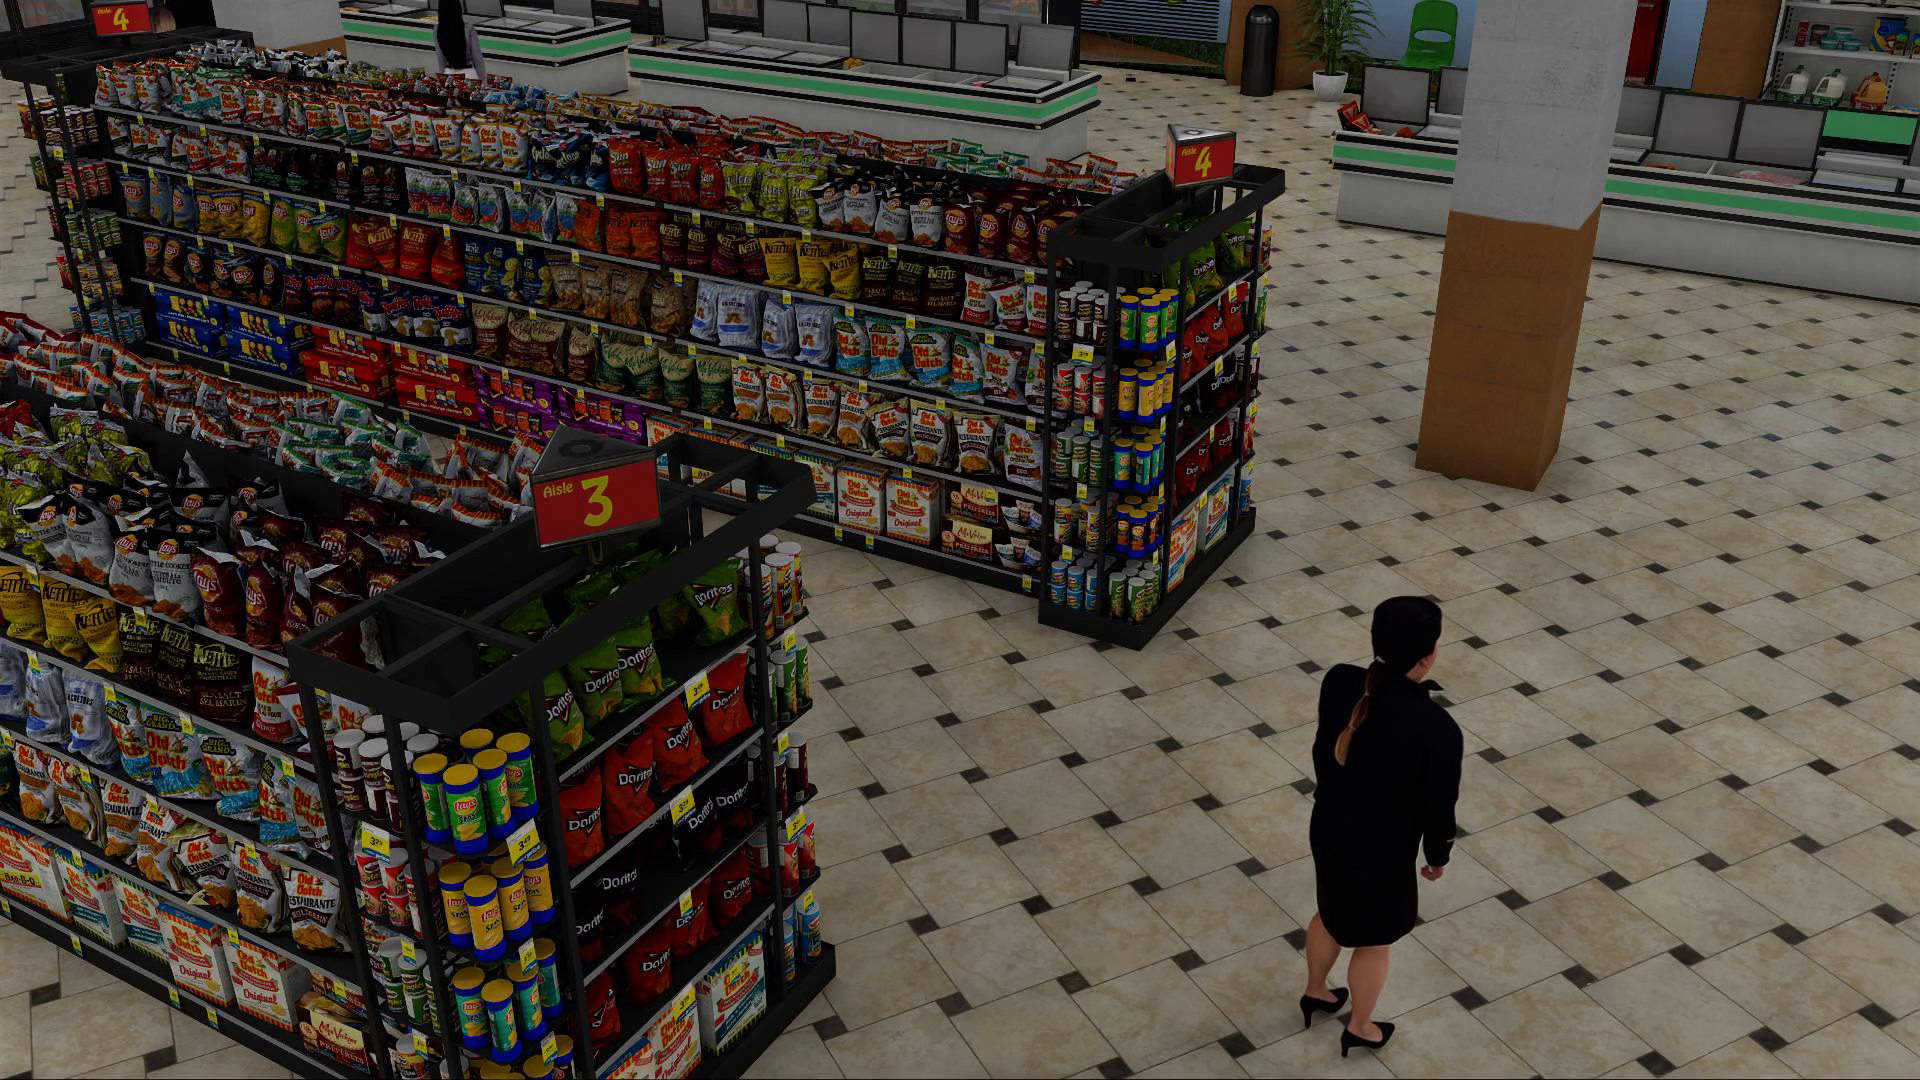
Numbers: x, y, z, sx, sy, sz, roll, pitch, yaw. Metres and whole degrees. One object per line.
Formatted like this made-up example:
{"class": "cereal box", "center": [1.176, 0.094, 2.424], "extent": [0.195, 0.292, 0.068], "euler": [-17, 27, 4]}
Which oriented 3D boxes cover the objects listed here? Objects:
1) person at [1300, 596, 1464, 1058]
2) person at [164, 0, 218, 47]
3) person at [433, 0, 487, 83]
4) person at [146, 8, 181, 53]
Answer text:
{"class": "person", "center": [1.312, 0.945, 5.351], "extent": [0.822, 1.671, 0.680], "euler": [-22, 34, -36]}
{"class": "person", "center": [-7.300, -4.611, 16.001], "extent": [0.562, 1.950, 0.703], "euler": [14, 30, 26]}
{"class": "person", "center": [-4.612, -4.205, 15.449], "extent": [0.577, 1.725, 0.718], "euler": [4, 27, 9]}
{"class": "person", "center": [-6.956, -3.855, 14.803], "extent": [0.636, 1.684, 0.745], "euler": [0, 27, 0]}
